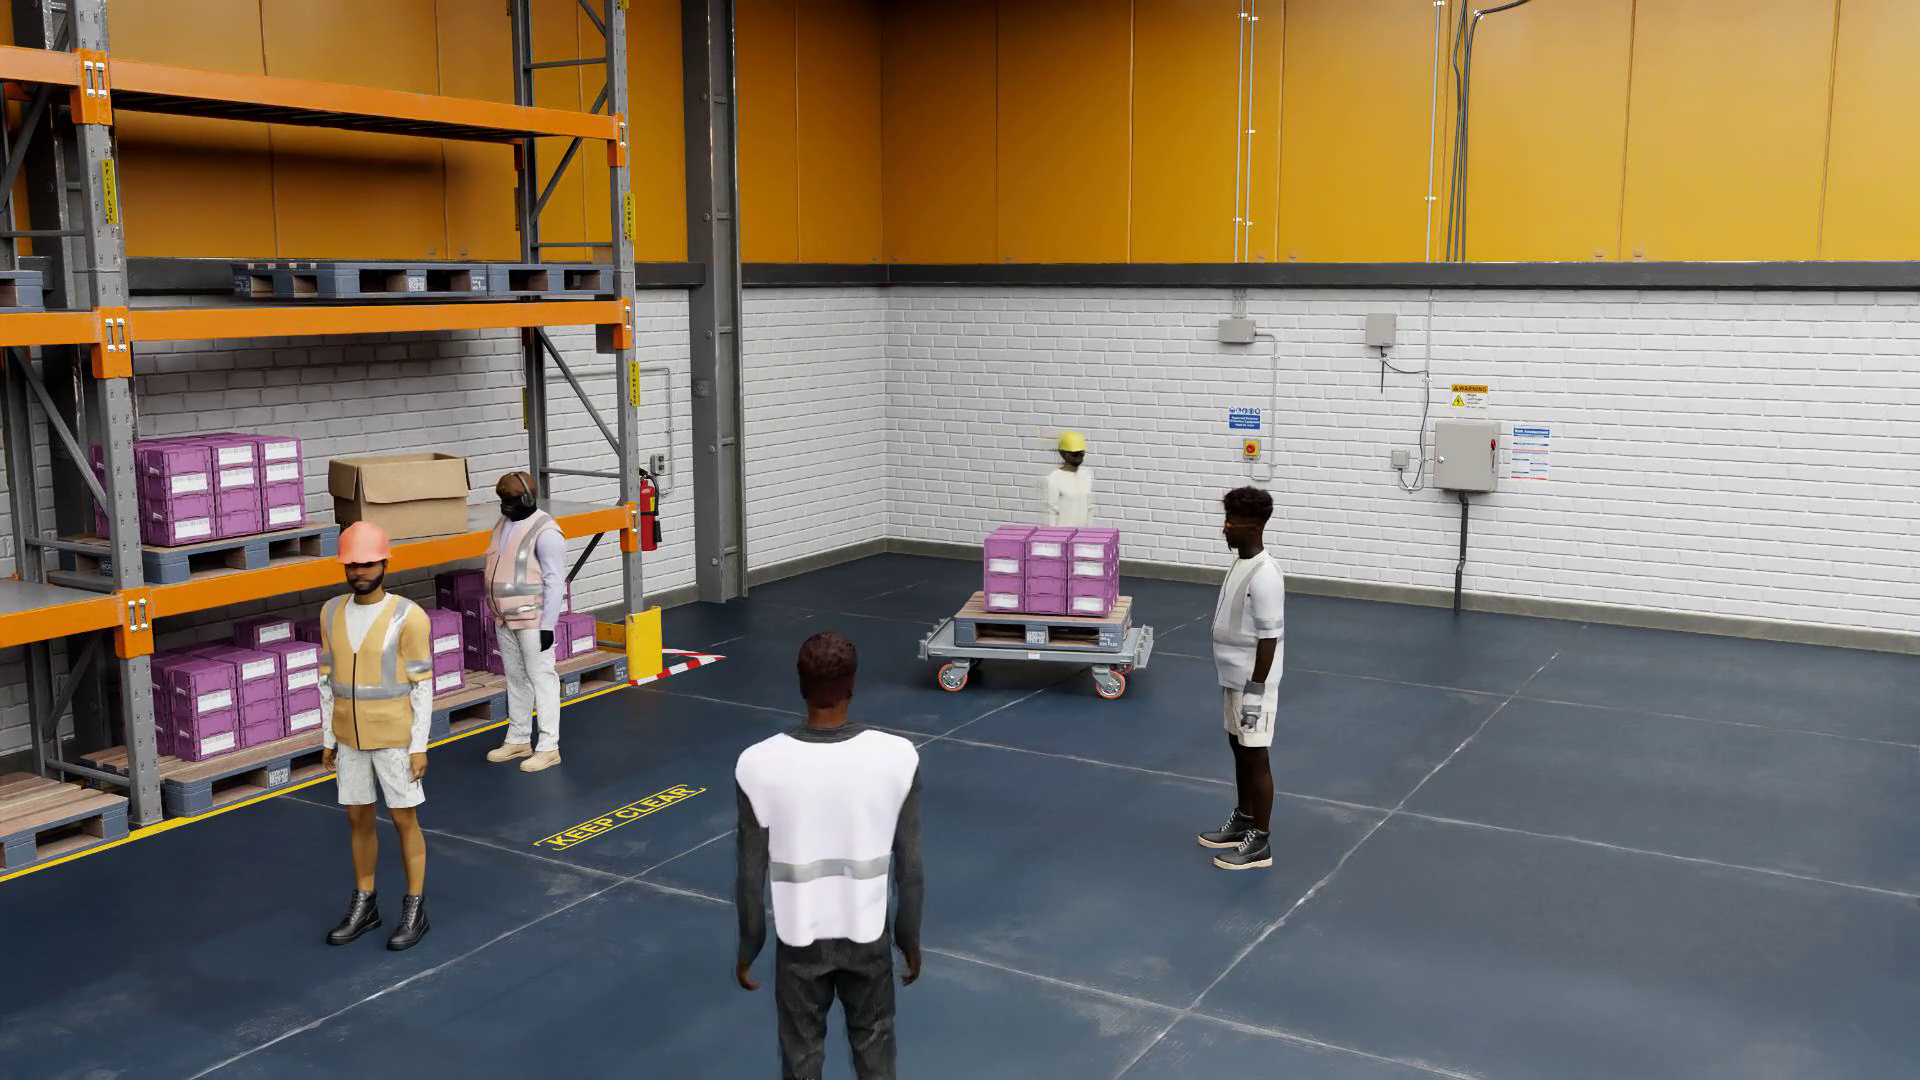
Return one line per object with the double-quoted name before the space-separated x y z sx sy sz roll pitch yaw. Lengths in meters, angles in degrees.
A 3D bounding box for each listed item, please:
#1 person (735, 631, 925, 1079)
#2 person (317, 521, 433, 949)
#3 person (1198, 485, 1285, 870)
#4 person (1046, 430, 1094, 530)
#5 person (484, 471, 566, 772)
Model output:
"person" -0.414 1.246 5.262 0.609 1.914 0.378 -1 9 -8
"person" -2.635 0.874 7.476 0.548 1.942 0.343 2 9 13
"person" 1.462 0.693 8.523 0.367 1.967 0.606 -1 9 -4
"person" 0.933 -0.033 13.724 0.542 1.750 0.367 -8 12 -40
"person" -2.680 0.490 10.201 0.624 1.840 0.429 8 12 40
